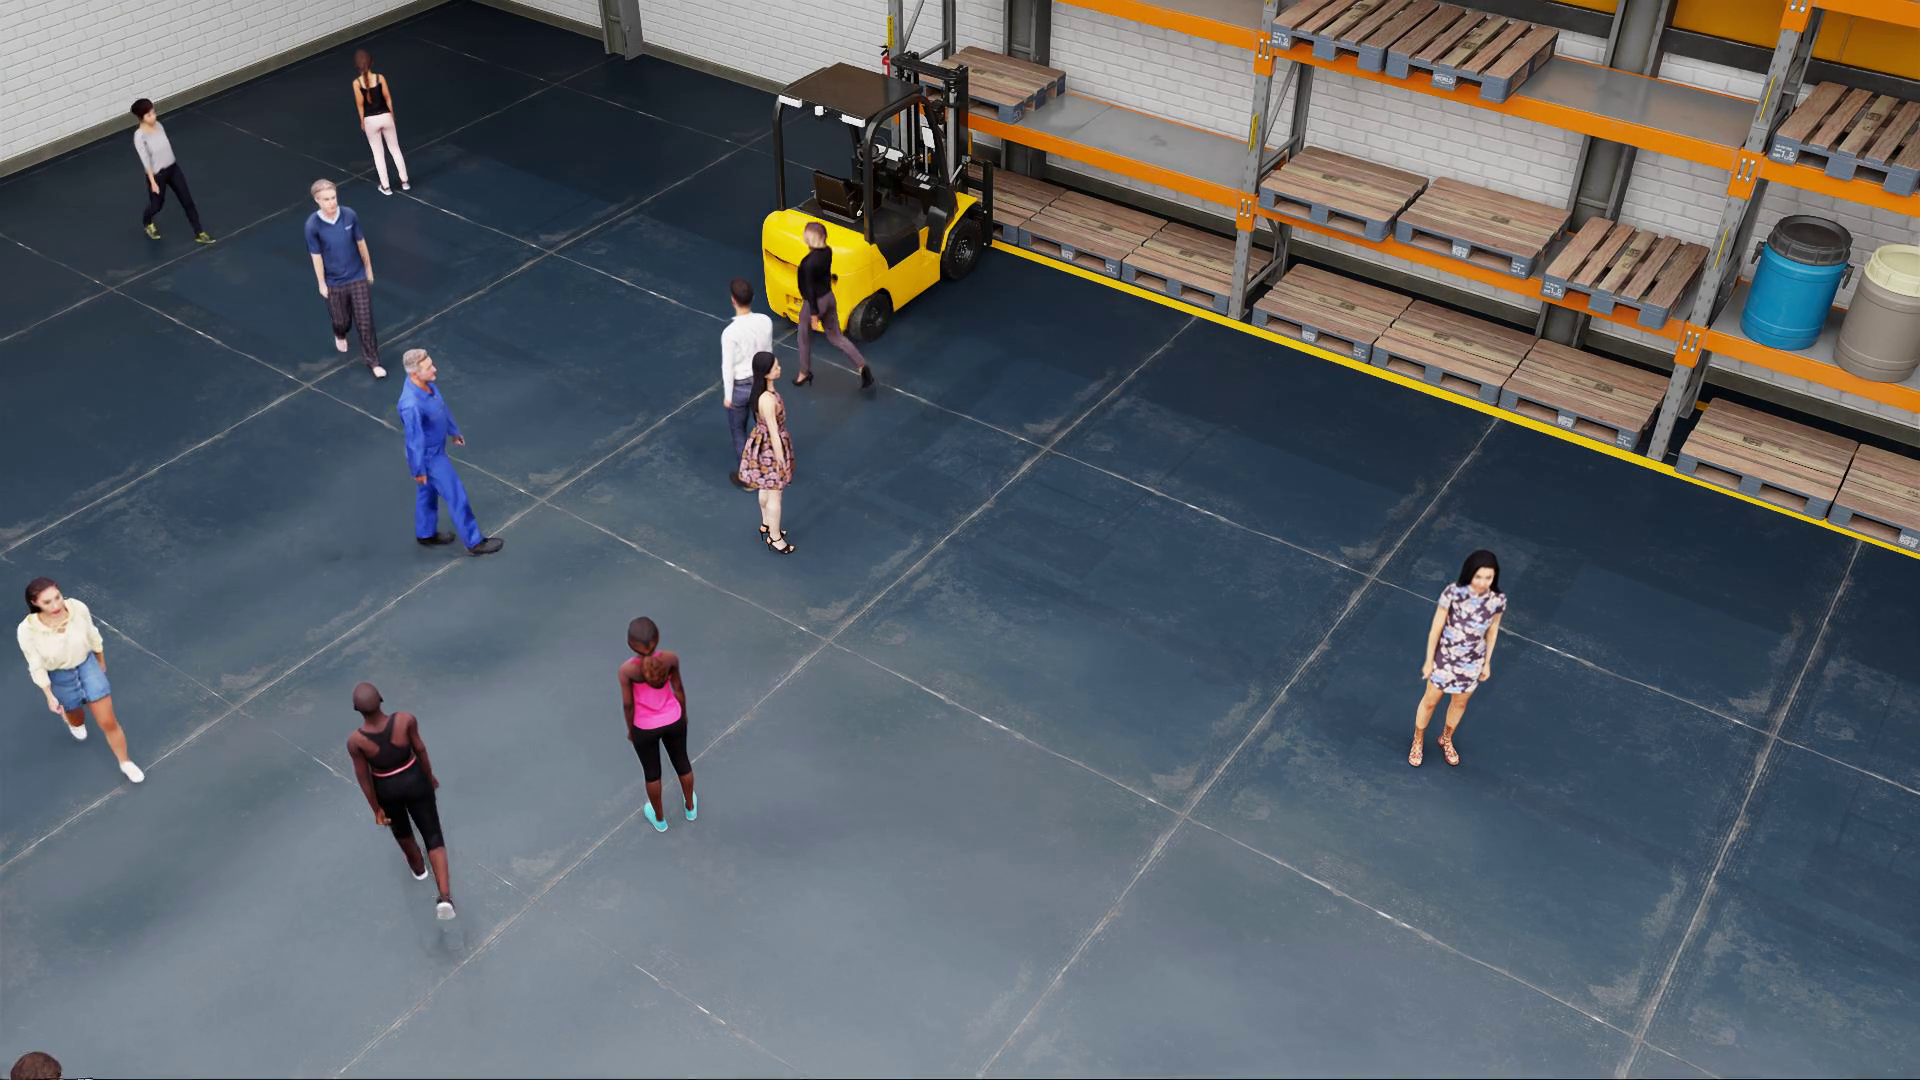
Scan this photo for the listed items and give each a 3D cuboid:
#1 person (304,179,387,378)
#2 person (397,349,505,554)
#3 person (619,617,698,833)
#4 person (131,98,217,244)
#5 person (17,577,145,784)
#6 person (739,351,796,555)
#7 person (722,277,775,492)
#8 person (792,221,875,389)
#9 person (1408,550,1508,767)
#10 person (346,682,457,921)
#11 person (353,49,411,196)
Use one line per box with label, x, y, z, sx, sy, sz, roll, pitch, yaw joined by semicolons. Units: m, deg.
person;-5.474;-2.332;14.697;0.841;1.857;1.004;-25;45;-28
person;-4.127;-0.662;12.648;1.116;1.803;1.049;-5;39;-7
person;-1.895;1.154;10.438;0.651;1.723;0.689;-16;41;-19
person;-8.049;-3.676;16.645;1.084;1.525;0.736;14;41;16
person;-5.825;0.876;10.879;1.072;1.608;0.762;32;48;33
person;-1.435;-0.675;12.688;0.863;1.774;0.790;-12;40;-14
person;-1.668;-1.232;13.314;0.680;1.862;0.664;-27;46;-29
person;-1.126;-1.972;14.420;1.069;1.640;0.736;16;41;19
person;3.267;0.774;10.907;0.635;1.733;0.739;2;39;2
person;-3.305;1.565;9.916;0.921;1.733;1.148;-18;42;-21
person;-6.132;-4.414;17.538;0.607;1.564;0.617;-21;43;-24
